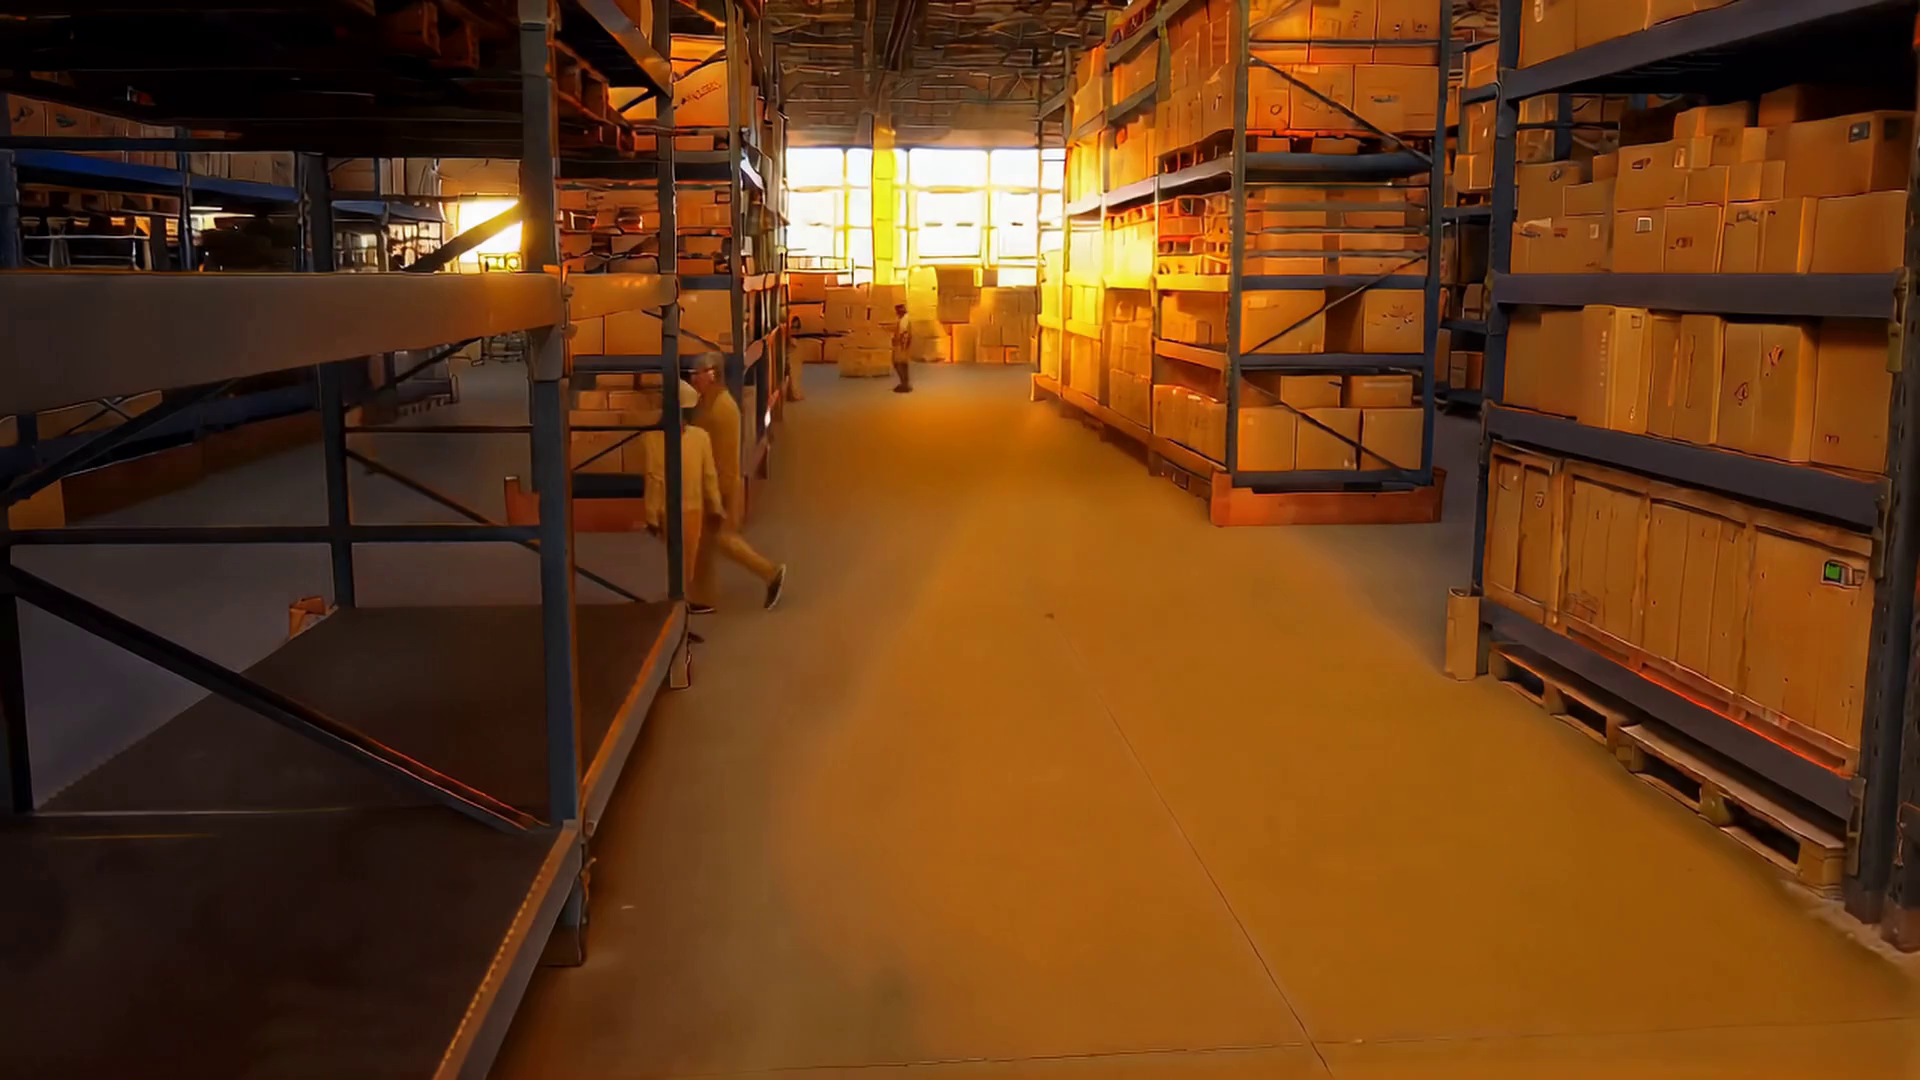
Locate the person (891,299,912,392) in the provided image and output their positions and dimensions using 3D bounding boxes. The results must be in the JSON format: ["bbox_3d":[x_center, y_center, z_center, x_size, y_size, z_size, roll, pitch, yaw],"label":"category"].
[{"bbox_3d":[-1.237,-3.989,34.177,0.552,1.918,0.586,1,9,6],"label":"person"}]

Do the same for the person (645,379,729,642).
[{"bbox_3d":[-1.784,-0.169,10.765,0.433,1.742,0.539,5,10,30],"label":"person"}]

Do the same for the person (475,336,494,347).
[{"bbox_3d":[-16.023,-7.532,56.051,0.690,2.000,0.625,8,12,42],"label":"person"}]

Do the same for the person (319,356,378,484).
[{"bbox_3d":[-7.161,-1.660,19.453,0.624,1.962,0.963,1,9,7],"label":"person"}]

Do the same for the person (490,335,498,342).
[{"bbox_3d":[-16.993,-8.119,60.023,0.605,1.951,0.383,8,12,39],"label":"person"}]

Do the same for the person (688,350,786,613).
[{"bbox_3d":[-1.675,-0.402,11.757,0.764,1.893,0.638,-4,10,-26],"label":"person"}]
